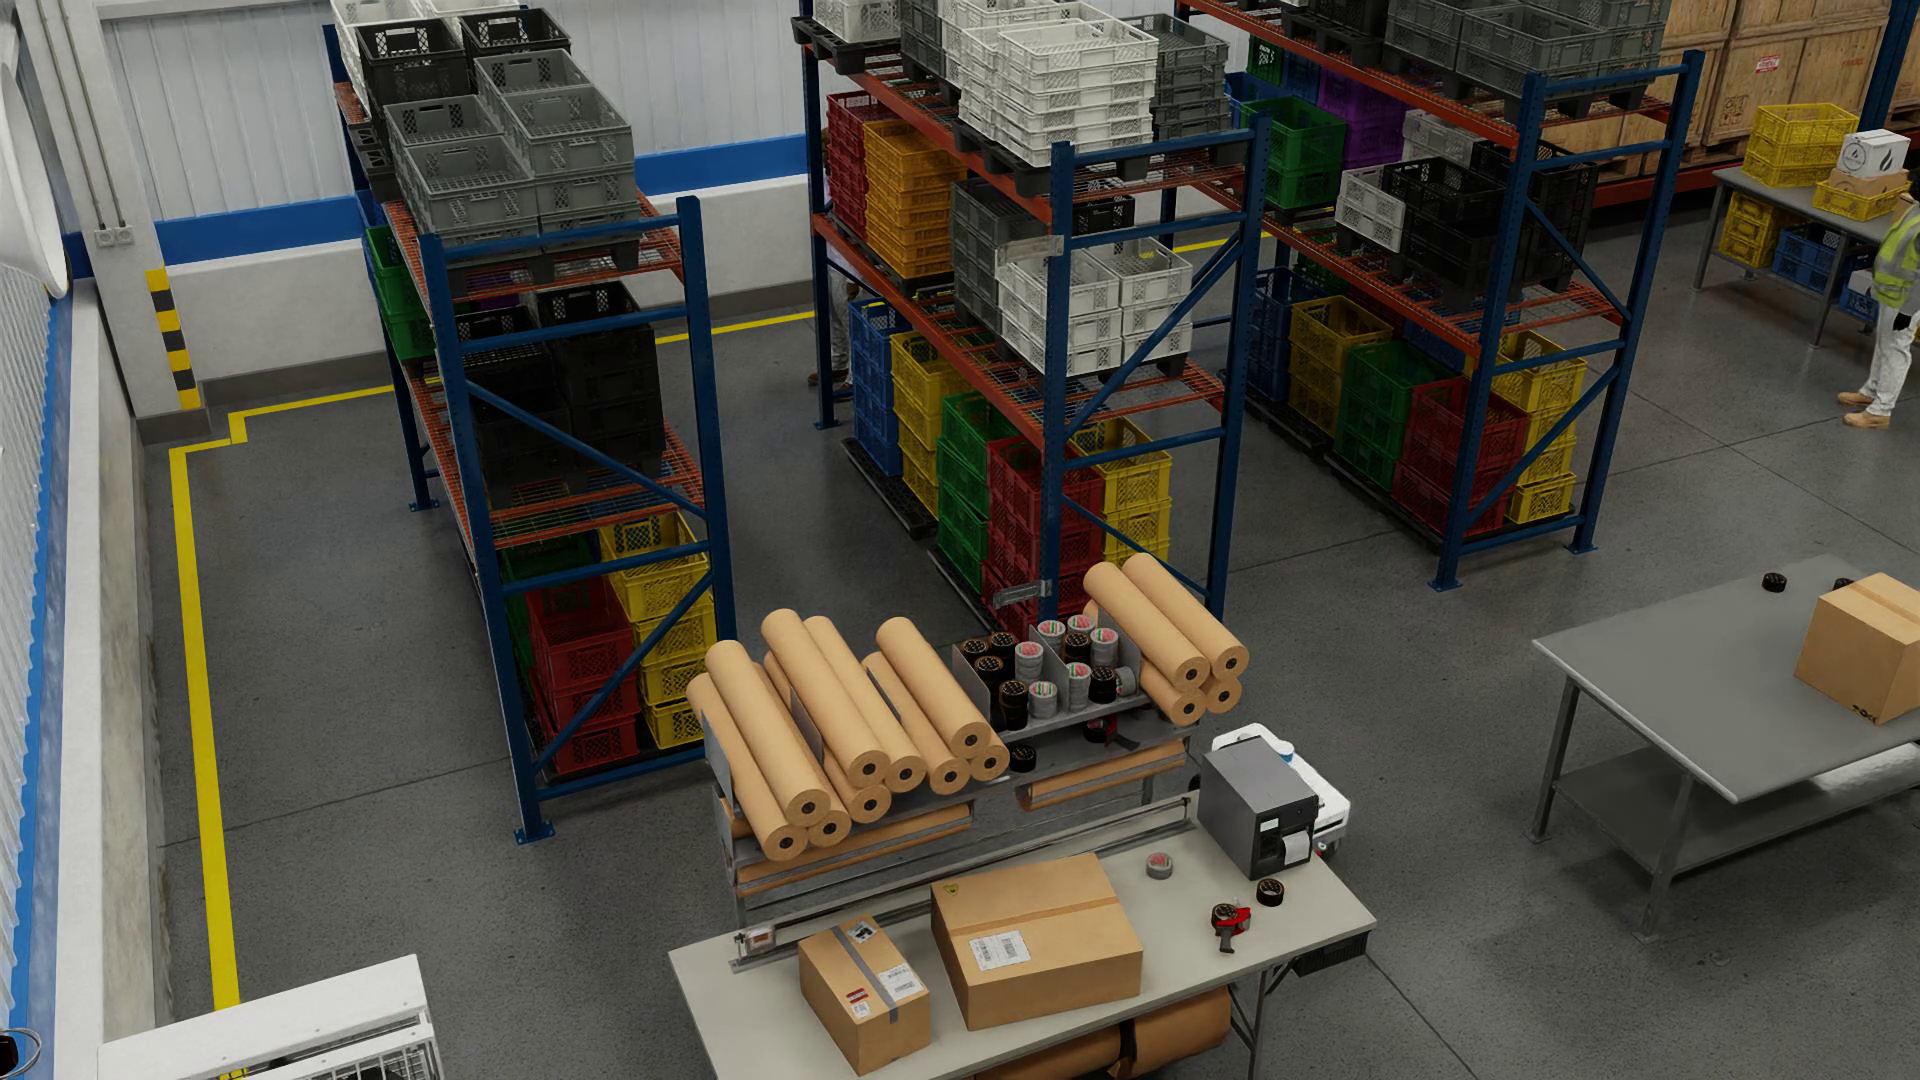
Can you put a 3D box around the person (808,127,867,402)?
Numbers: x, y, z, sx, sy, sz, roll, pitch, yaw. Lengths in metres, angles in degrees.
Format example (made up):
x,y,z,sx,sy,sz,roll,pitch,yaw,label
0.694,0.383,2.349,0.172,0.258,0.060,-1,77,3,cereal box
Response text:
x,y,z,sx,sy,sz,roll,pitch,yaw,label
-0.840,-1.899,11.451,0.373,1.940,0.627,-17,36,-26,person

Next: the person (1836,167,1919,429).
x,y,z,sx,sy,sz,roll,pitch,yaw,label
6.292,-1.637,11.115,0.430,1.843,0.625,11,33,17,person

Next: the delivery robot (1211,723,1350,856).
x,y,z,sx,sy,sz,roll,pitch,yaw,label
1.477,1.152,7.719,0.477,0.478,0.707,-16,35,-24,delivery robot
